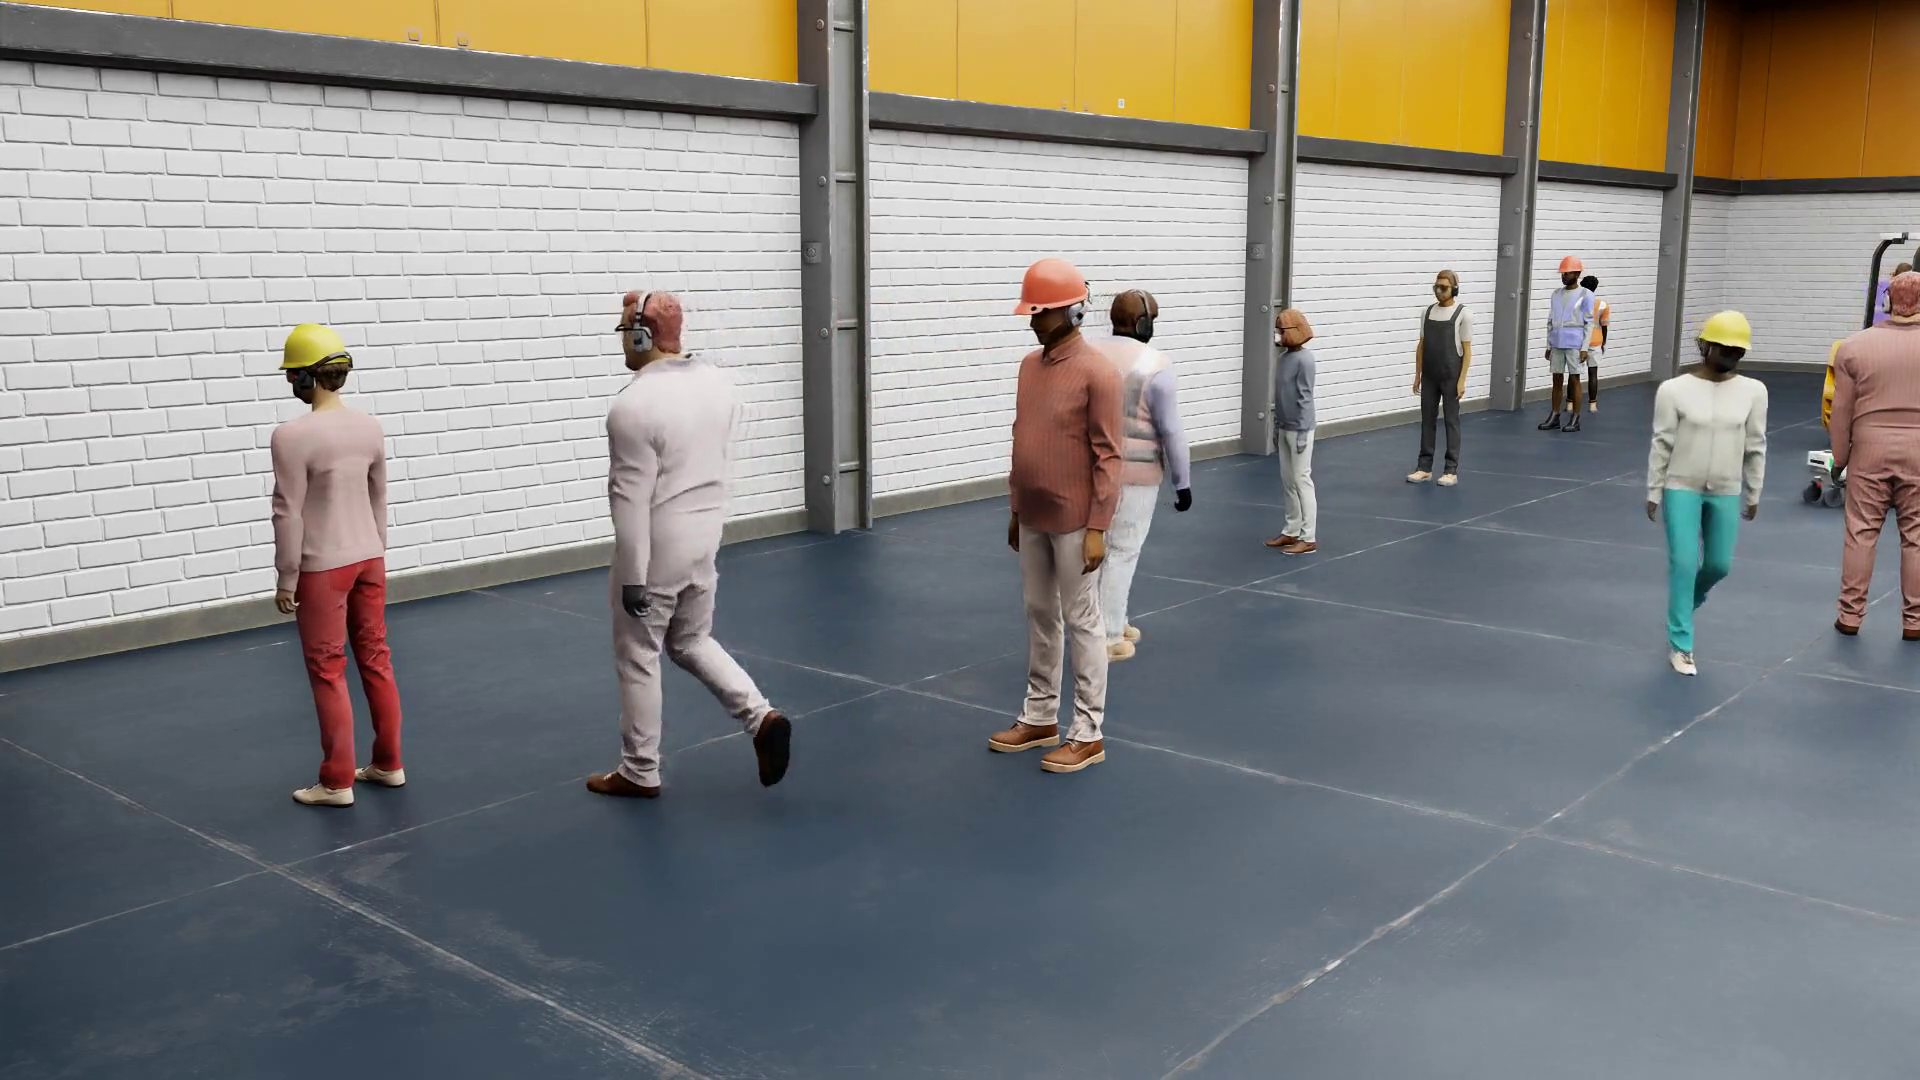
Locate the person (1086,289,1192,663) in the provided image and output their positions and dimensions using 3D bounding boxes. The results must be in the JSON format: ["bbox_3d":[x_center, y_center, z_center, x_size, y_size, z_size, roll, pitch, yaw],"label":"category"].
[{"bbox_3d":[0.861,-0.315,8.217,0.659,1.820,0.670,10,14,44],"label":"person"}]

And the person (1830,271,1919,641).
[{"bbox_3d":[4.858,-0.429,8.631,0.643,1.908,0.411,6,12,30],"label":"person"}]

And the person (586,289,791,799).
[{"bbox_3d":[-1.016,0.038,6.028,0.709,1.885,0.654,5,11,28],"label":"person"}]

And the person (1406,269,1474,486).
[{"bbox_3d":[4.128,-1.390,14.277,0.345,1.847,0.508,-10,14,-44],"label":"person"}]

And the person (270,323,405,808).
[{"bbox_3d":[-2.298,0.093,6.085,0.342,1.756,0.518,4,11,21],"label":"person"}]

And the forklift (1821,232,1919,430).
[{"bbox_3d":[9.955,-1.972,16.595,2.313,2.155,1.214,1,10,8],"label":"forklift"}]

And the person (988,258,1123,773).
[{"bbox_3d":[0.376,-0.095,6.501,0.388,1.987,0.608,-7,12,-34],"label":"person"}]

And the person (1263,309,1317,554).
[{"bbox_3d":[2.219,-0.722,11.106,0.286,1.624,0.496,-2,10,-12],"label":"person"}]

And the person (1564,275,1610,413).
[{"bbox_3d":[7.730,-2.416,20.559,0.535,1.691,0.319,2,10,14],"label":"person"}]

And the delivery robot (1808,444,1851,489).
[{"bbox_3d":[7.100,-0.594,13.147,0.707,0.478,0.477,-1,10,-6],"label":"delivery robot"}]

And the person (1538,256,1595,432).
[{"bbox_3d":[6.722,-2.165,18.427,0.358,1.937,0.549,-7,12,-36],"label":"person"}]

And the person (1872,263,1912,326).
[{"bbox_3d":[13.352,-3.046,23.809,0.614,1.806,0.623,-5,11,-24],"label":"person"}]

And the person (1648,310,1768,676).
[{"bbox_3d":[3.607,-0.252,8.110,0.535,1.746,0.668,1,10,7],"label":"person"}]
